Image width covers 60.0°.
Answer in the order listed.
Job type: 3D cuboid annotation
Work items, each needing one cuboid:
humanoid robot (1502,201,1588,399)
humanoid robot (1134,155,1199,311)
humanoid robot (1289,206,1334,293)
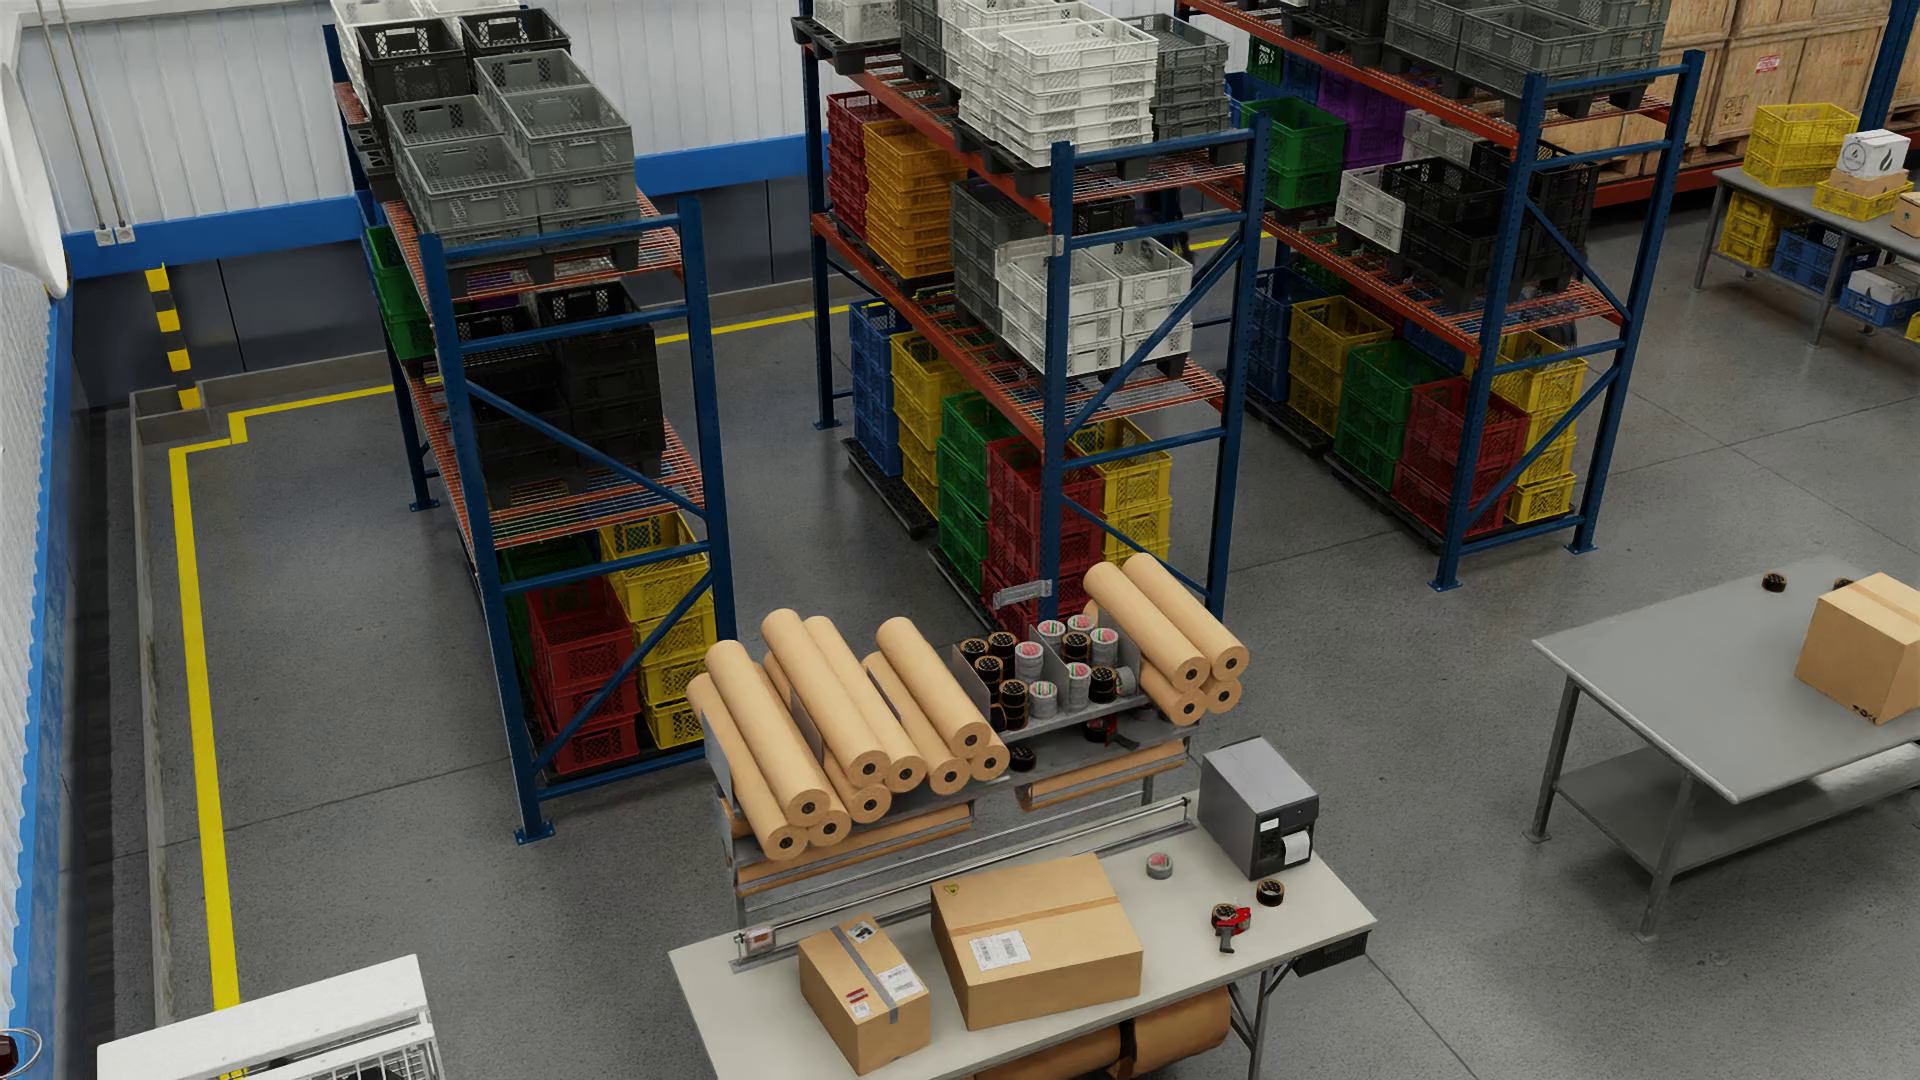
[{"bbox_3d":[3.823,-1.389,10.881,0.615,1.639,0.551,-7,32,-10],"label":"humanoid robot"},{"bbox_3d":[1.523,-2.214,12.223,0.481,1.650,0.624,-6,32,-9],"label":"humanoid robot"},{"bbox_3d":[2.774,-2.775,13.118,0.589,1.660,0.327,-1,32,-2],"label":"humanoid robot"}]
